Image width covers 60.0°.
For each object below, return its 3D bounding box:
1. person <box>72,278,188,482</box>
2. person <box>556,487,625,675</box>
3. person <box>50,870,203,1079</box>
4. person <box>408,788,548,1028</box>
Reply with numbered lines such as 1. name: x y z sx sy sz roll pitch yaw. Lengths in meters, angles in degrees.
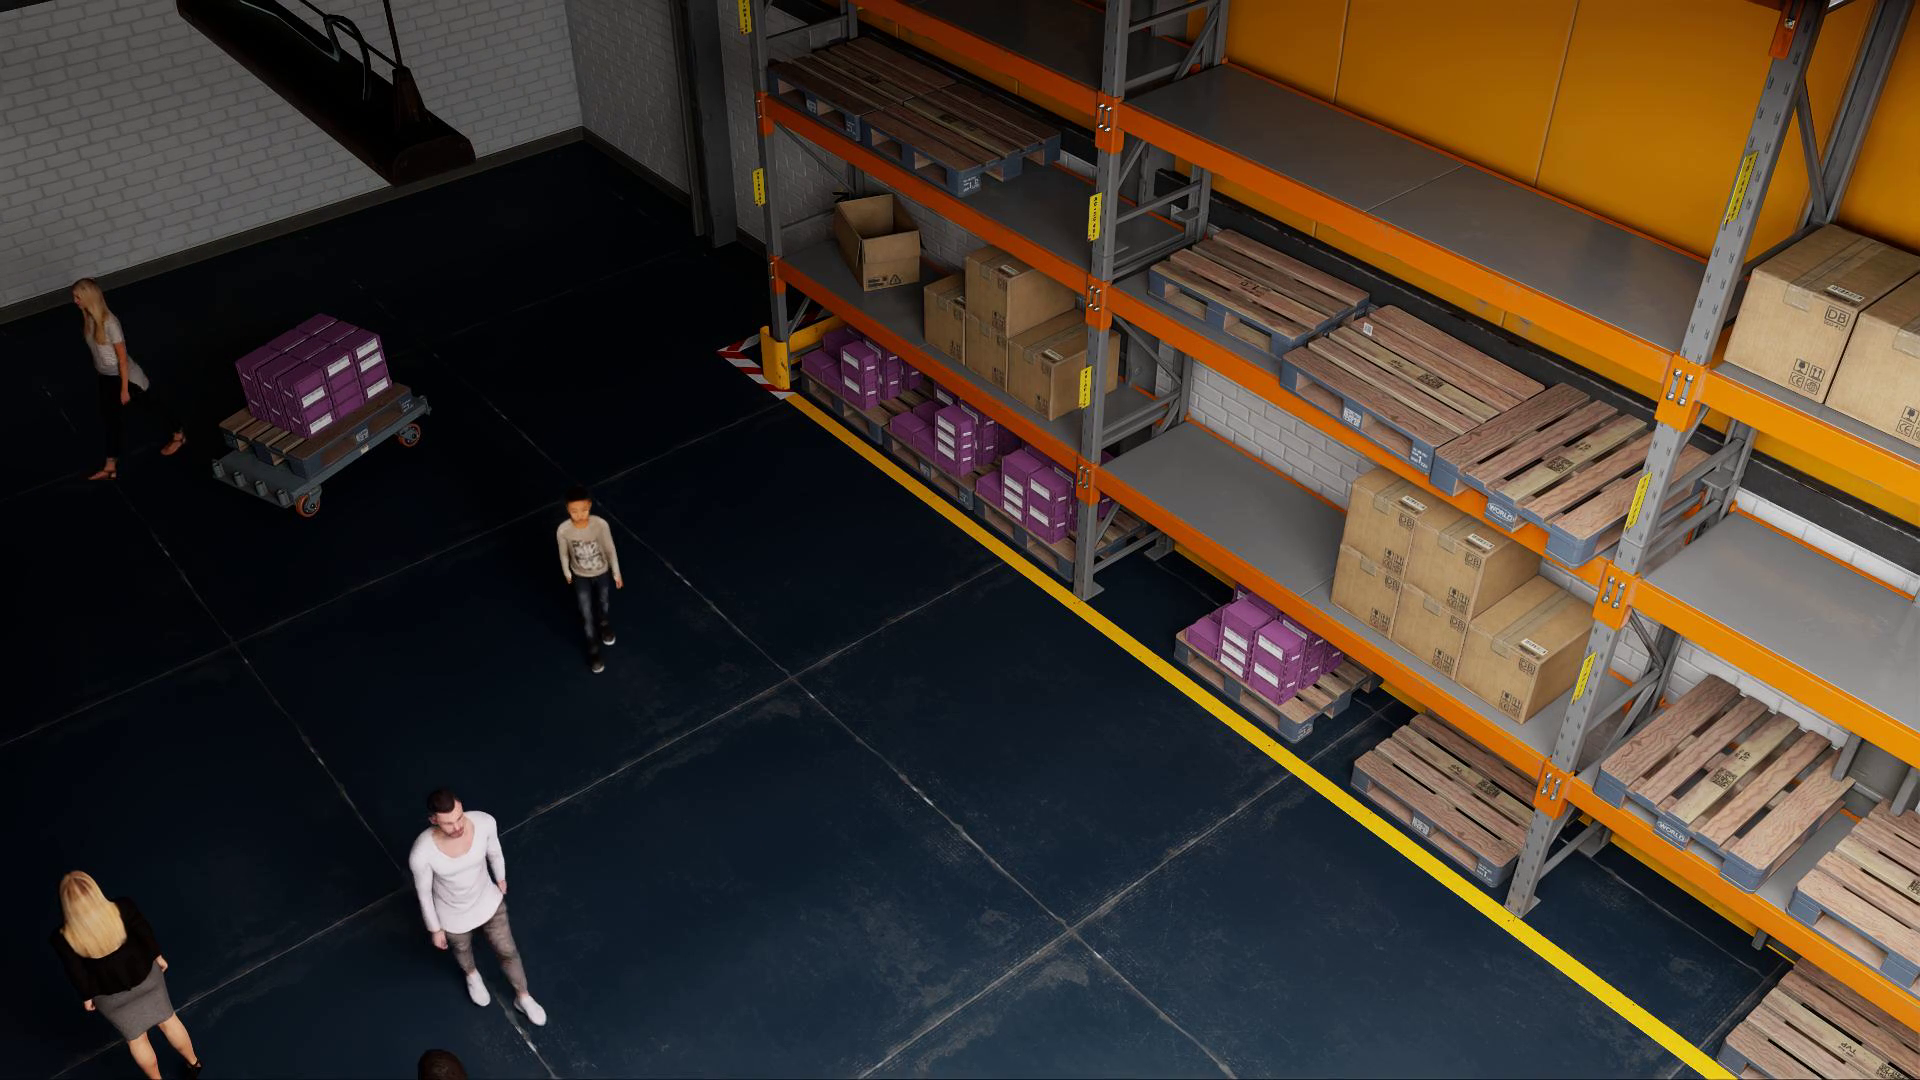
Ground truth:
1. person: -6.850 -1.386 13.784 1.166 1.779 0.954 21 43 24
2. person: -2.687 0.182 12.089 0.693 1.443 0.869 -14 41 -17
3. person: -4.489 2.413 8.975 0.603 1.844 0.546 -31 48 -32
4. person: -2.861 2.011 9.501 0.740 1.814 0.896 -22 43 -25
